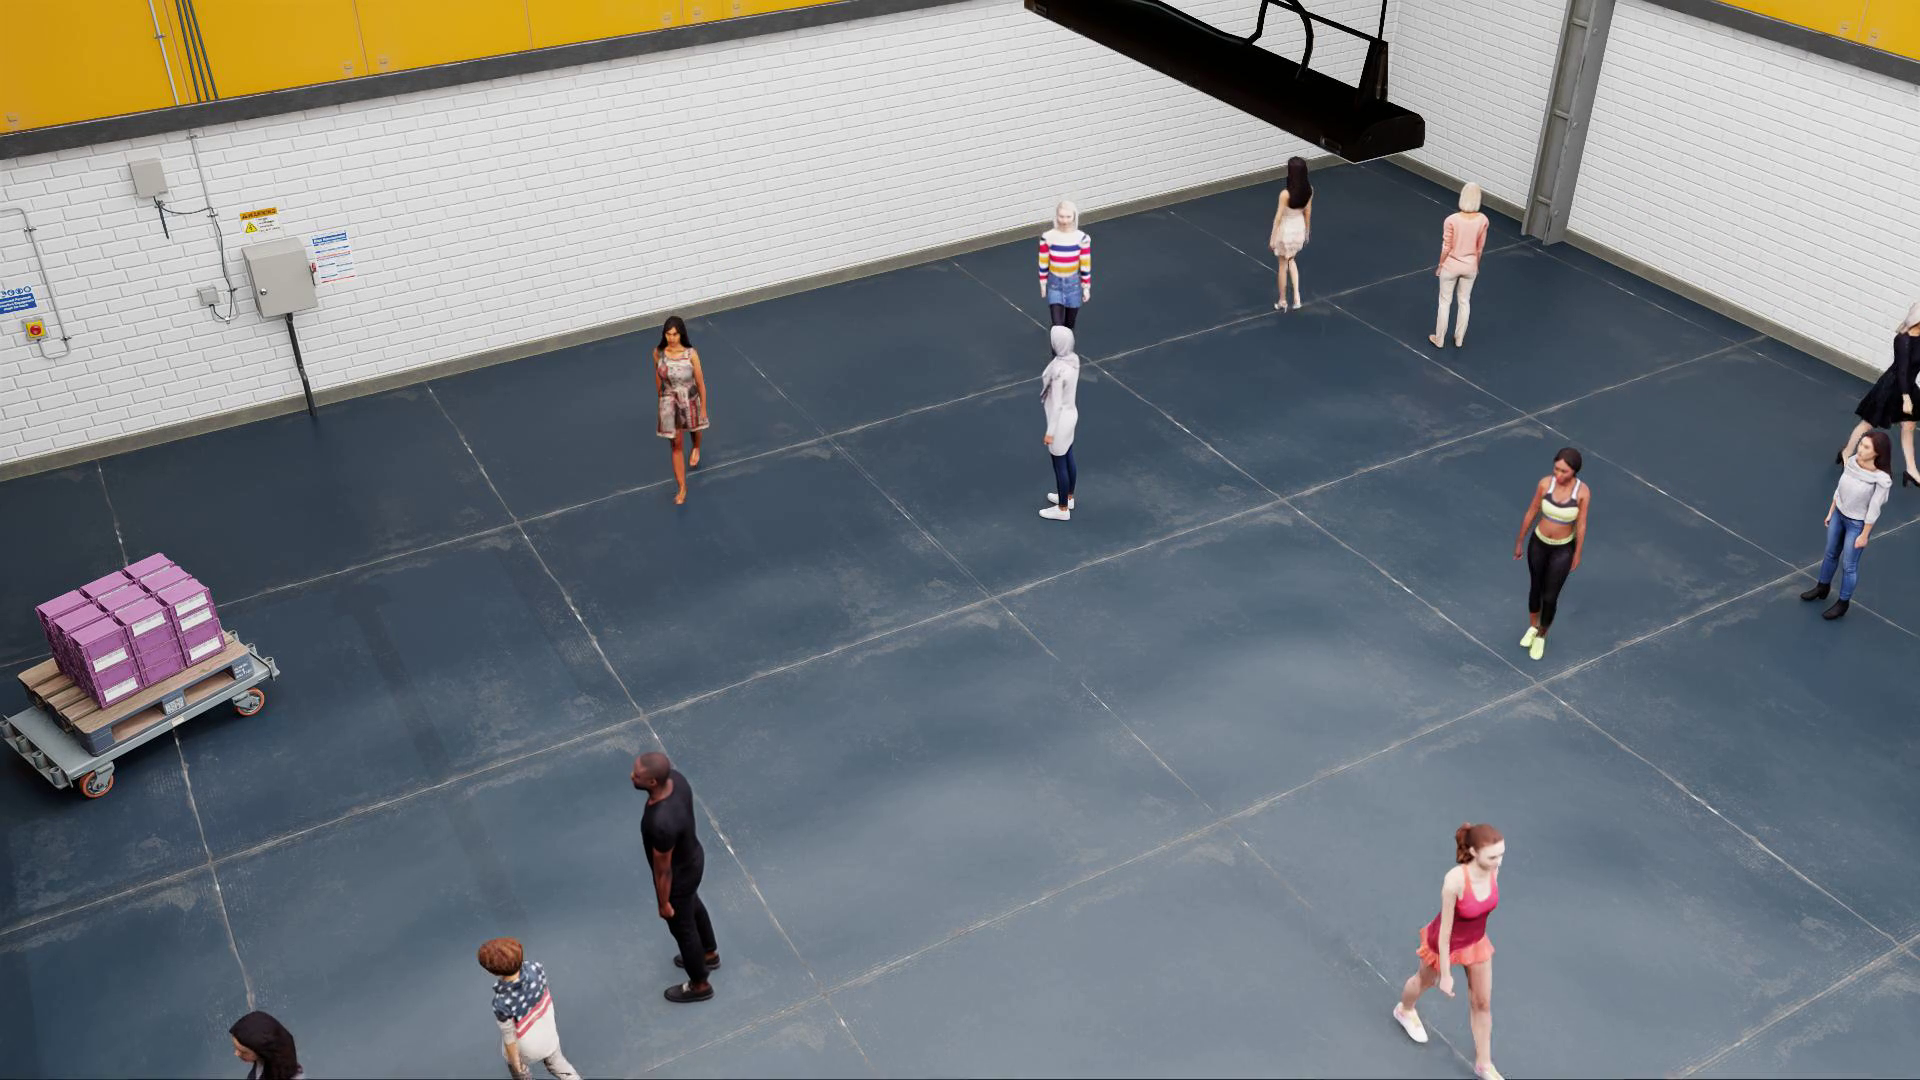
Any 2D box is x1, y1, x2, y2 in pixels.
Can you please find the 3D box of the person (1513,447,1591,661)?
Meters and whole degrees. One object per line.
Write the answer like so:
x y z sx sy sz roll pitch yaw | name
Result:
4.465 0.033 12.474 0.706 1.742 0.782 22 39 29 | person

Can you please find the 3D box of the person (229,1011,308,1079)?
-3.221 2.913 8.123 0.550 1.762 0.716 27 42 35 | person

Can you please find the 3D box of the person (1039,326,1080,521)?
0.858 -0.986 13.977 0.735 1.775 0.703 13 36 19 | person

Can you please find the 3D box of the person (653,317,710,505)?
-2.405 -1.225 14.501 0.999 1.593 1.213 1 34 1 | person

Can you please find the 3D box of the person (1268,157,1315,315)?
3.461 -3.098 17.198 0.629 1.727 0.709 -14 36 -20 | person

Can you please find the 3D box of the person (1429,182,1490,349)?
5.003 -2.755 16.685 0.679 1.724 0.670 -2 34 -3 | person

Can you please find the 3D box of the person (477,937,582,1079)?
-2.237 2.639 8.844 0.982 1.421 0.801 20 38 27 | person

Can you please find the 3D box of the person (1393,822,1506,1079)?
2.690 2.197 9.239 0.621 1.718 1.032 -14 36 -20 | person

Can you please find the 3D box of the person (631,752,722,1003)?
-1.620 1.916 9.577 0.817 1.813 0.699 0 34 0 | person

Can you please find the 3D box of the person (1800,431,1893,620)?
6.894 -0.138 12.834 0.714 1.629 0.556 -7 34 -11 | person

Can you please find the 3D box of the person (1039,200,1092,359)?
1.030 -2.473 16.214 1.036 1.776 1.214 1 34 1 | person

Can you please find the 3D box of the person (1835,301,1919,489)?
8.053 -1.284 14.480 0.734 1.716 1.068 -26 41 -33 | person
